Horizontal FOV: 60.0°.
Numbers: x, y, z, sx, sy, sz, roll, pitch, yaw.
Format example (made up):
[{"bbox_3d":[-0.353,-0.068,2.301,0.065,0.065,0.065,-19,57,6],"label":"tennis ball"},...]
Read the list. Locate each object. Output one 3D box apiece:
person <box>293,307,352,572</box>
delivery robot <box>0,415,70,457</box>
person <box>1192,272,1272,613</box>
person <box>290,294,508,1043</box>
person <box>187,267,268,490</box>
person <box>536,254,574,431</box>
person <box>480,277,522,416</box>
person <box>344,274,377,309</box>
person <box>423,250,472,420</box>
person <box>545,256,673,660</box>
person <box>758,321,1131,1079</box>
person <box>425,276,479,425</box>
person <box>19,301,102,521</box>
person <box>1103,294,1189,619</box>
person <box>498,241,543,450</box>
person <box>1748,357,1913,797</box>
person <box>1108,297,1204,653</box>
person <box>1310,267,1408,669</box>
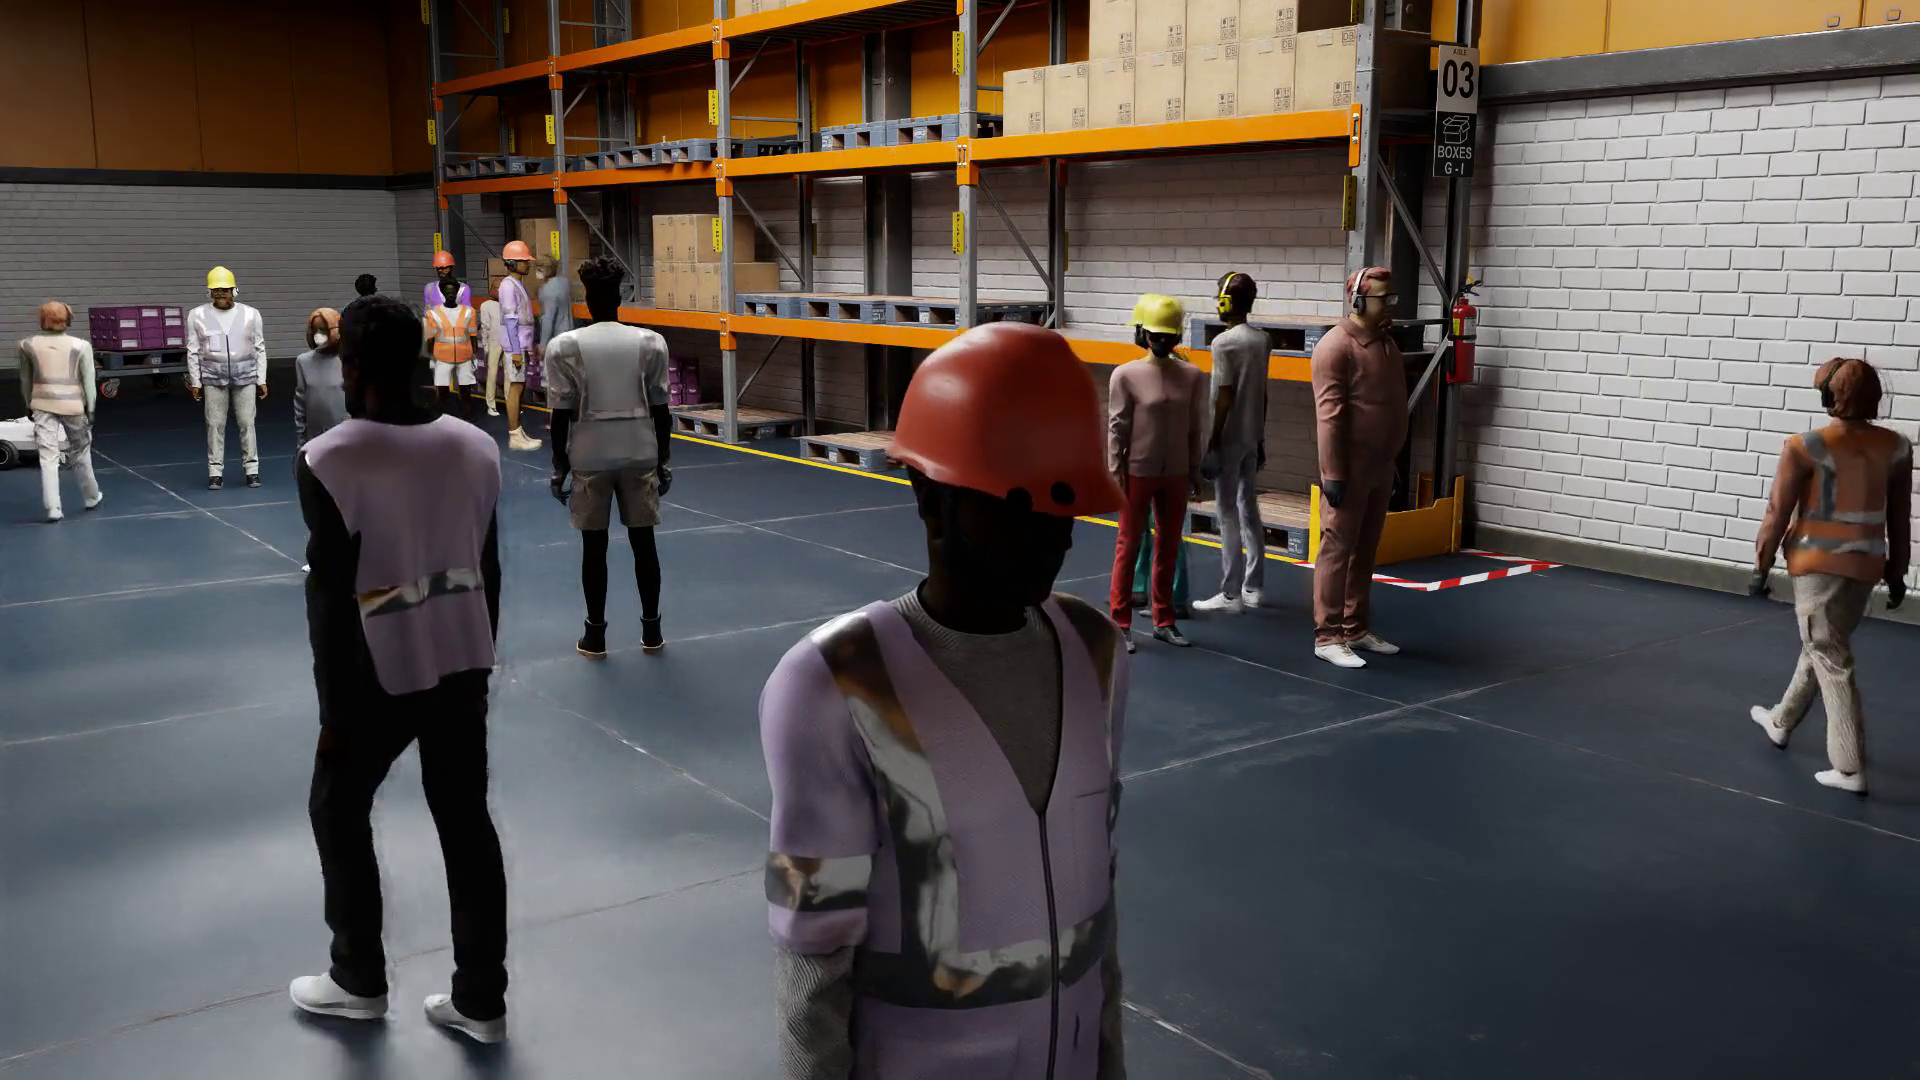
[{"bbox_3d":[-3.859,-0.609,10.242,0.497,1.634,0.287,2,10,9],"label":"person"},{"bbox_3d":[-8.304,-0.966,15.001,0.707,0.478,0.477,0,10,0],"label":"delivery robot"},{"bbox_3d":[1.494,-0.519,9.115,0.369,1.873,0.570,9,14,41],"label":"person"},{"bbox_3d":[-1.470,0.331,4.247,0.779,1.888,0.636,7,12,32],"label":"person"},{"bbox_3d":[-6.029,-1.329,13.715,0.601,1.830,0.403,-5,11,-25],"label":"person"},{"bbox_3d":[-4.362,-2.129,18.011,0.360,1.907,0.722,1,10,5],"label":"person"},{"bbox_3d":[-5.410,-2.275,19.603,0.493,1.627,0.284,-10,14,-44],"label":"person"},{"bbox_3d":[-6.360,-2.007,17.895,0.539,1.695,0.318,3,11,18],"label":"person"},{"bbox_3d":[-5.777,-2.284,18.767,0.543,1.940,0.361,0,10,-1],"label":"person"},{"bbox_3d":[-1.698,-0.393,8.111,0.603,1.962,0.367,-4,11,-20],"label":"person"},{"bbox_3d":[0.029,0.701,2.065,0.543,1.934,0.368,-9,13,-40],"label":"person"},{"bbox_3d":[-5.185,-1.845,17.022,0.536,1.689,0.320,-5,11,-25],"label":"person"},{"bbox_3d":[-6.647,-0.958,12.299,0.527,1.592,0.854,-3,11,-16],"label":"person"},{"bbox_3d":[0.973,-0.443,8.966,0.627,1.745,0.541,3,11,17],"label":"person"},{"bbox_3d":[-4.322,-1.903,16.340,0.375,2.044,0.605,-2,10,-9],"label":"person"},{"bbox_3d":[3.273,0.107,6.318,0.538,1.586,0.848,-1,10,-8],"label":"person"},{"bbox_3d":[0.981,-0.316,8.249,0.532,1.761,0.331,-4,11,-23],"label":"person"},{"bbox_3d":[1.952,-0.352,8.037,0.407,1.910,0.639,9,13,40],"label":"person"}]
